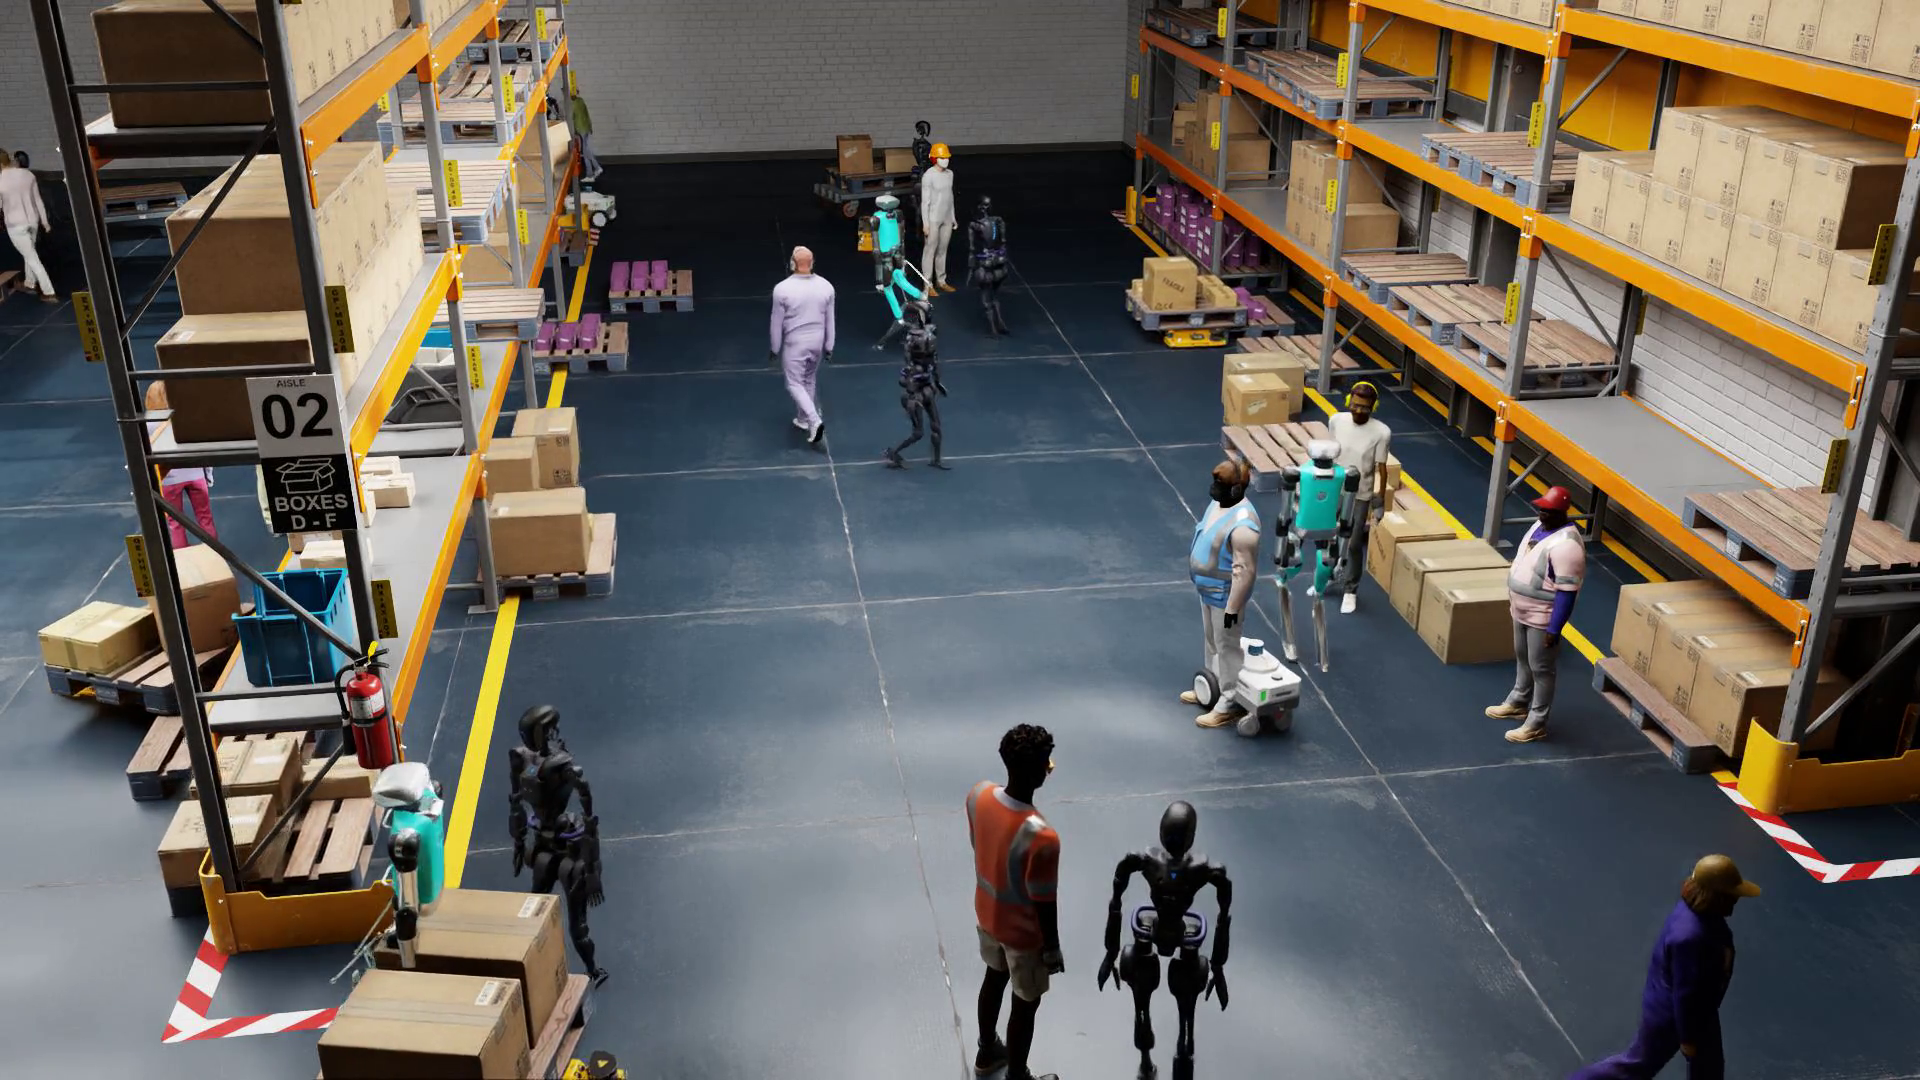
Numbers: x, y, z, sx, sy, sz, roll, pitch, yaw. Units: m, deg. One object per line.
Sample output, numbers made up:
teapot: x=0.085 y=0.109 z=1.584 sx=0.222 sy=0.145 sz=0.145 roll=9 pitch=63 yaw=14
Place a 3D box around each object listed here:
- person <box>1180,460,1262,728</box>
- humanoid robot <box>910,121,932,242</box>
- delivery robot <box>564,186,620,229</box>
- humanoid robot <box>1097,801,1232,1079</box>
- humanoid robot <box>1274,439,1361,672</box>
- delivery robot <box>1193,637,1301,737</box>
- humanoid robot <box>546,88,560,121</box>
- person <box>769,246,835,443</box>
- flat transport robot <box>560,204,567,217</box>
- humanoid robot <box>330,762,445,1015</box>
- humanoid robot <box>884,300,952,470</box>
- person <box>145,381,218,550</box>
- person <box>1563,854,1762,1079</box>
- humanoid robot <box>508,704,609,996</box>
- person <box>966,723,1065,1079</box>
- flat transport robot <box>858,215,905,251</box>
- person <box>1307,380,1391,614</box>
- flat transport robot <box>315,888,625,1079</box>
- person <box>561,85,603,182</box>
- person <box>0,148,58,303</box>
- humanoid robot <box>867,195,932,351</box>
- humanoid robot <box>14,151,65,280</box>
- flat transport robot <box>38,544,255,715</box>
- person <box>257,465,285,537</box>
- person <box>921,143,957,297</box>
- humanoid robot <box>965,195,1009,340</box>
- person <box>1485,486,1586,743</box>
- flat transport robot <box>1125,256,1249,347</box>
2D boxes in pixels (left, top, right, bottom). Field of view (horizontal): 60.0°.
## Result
person: x=1.716 y=0.341 z=10.943 sx=0.429 sy=1.846 sz=0.626 roll=-4 pitch=24 yaw=-8
humanoid robot: x=-0.535 y=-5.077 z=23.474 sx=0.315 sy=1.657 sz=0.599 roll=2 pitch=24 yaw=4
delivery robot: x=-5.423 y=-4.892 z=24.488 sx=0.809 sy=0.611 sz=0.499 roll=5 pitch=24 yaw=11
humanoid robot: x=0.921 y=1.924 z=7.548 sx=0.608 sy=1.641 sz=0.525 roll=4 pitch=24 yaw=9
humanoid robot: x=2.444 y=0.062 z=11.715 sx=0.539 sy=1.793 sz=0.734 roll=1 pitch=24 yaw=1
delivery robot: x=1.943 y=0.943 z=11.164 sx=0.525 sy=0.587 sz=0.755 roll=-11 pitch=26 yaw=-23
humanoid robot: x=-6.740 y=-6.661 z=27.116 sx=0.584 sy=1.655 sz=0.379 roll=8 pitch=25 yaw=18
person: x=-1.480 y=-1.862 z=15.914 sx=0.639 sy=1.883 sz=0.818 roll=-15 pitch=28 yaw=-31
flat transport robot: x=-6.587 y=-4.971 z=25.002 sx=1.431 sy=0.231 sz=0.659 roll=-1 pitch=24 yaw=-2
humanoid robot: x=-2.705 y=1.839 z=7.681 sx=0.814 sy=1.790 sz=0.545 roll=-1 pitch=24 yaw=-2
humanoid robot: x=-0.389 y=-1.420 z=15.184 sx=0.563 sy=1.637 sz=0.615 roll=13 pitch=27 yaw=26
person: x=-6.105 y=-0.455 z=13.024 sx=0.498 sy=1.629 sz=0.287 roll=-17 pitch=29 yaw=-33
person: x=3.127 y=2.050 z=7.357 sx=0.804 sy=1.587 sz=0.463 roll=19 pitch=30 yaw=36
humanoid robot: x=-2.006 y=1.572 z=8.350 sx=0.595 sy=1.651 sz=0.333 roll=12 pitch=26 yaw=25
person: x=0.262 y=1.725 z=7.649 sx=0.366 sy=1.959 sz=0.605 roll=-15 pitch=28 yaw=-30
flat transport robot: x=-1.111 y=-4.354 z=23.598 sx=0.659 sy=0.231 sz=1.431 roll=-1 pitch=24 yaw=-2
person: x=2.930 y=-0.339 z=12.485 sx=0.549 sy=1.850 sz=0.404 roll=17 pitch=29 yaw=33
flat transport robot: x=-2.346 y=2.625 z=7.699 sx=1.431 sy=0.231 sz=0.659 roll=2 pitch=24 yaw=5
person: x=-6.194 y=-6.638 z=27.127 sx=0.476 sy=1.600 sz=0.537 roll=5 pitch=24 yaw=11
person: x=-11.652 y=-3.877 z=20.485 sx=0.931 sy=1.897 sz=0.638 roll=10 pitch=26 yaw=22
humanoid robot: x=-0.636 y=-2.909 z=18.510 sx=0.835 sy=1.799 sz=0.538 roll=15 pitch=28 yaw=31
humanoid robot: x=-11.971 y=-4.205 z=21.503 sx=0.310 sy=1.651 sz=0.609 roll=19 pitch=30 yaw=36
flat transport robot: x=-5.469 y=0.943 z=11.530 sx=1.431 sy=0.231 sz=0.659 roll=8 pitch=25 yaw=17
person: x=-5.723 y=-0.882 z=13.854 sx=0.565 sy=1.745 sz=0.338 roll=-22 pitch=32 yaw=-40
person: x=-0.260 y=-4.017 z=20.809 sx=0.375 sy=1.896 sz=0.569 roll=21 pitch=31 yaw=39
humanoid robot: x=0.351 y=-3.127 z=19.064 sx=0.588 sy=1.643 sz=0.381 roll=-18 pitch=30 yaw=-36
person: x=3.734 y=0.466 z=10.770 sx=0.420 sy=1.753 sz=0.622 roll=-2 pitch=24 yaw=-5
flat transport robot: x=2.600 y=-2.540 z=19.464 sx=0.659 sy=0.231 sz=1.431 roll=-3 pitch=24 yaw=-7
